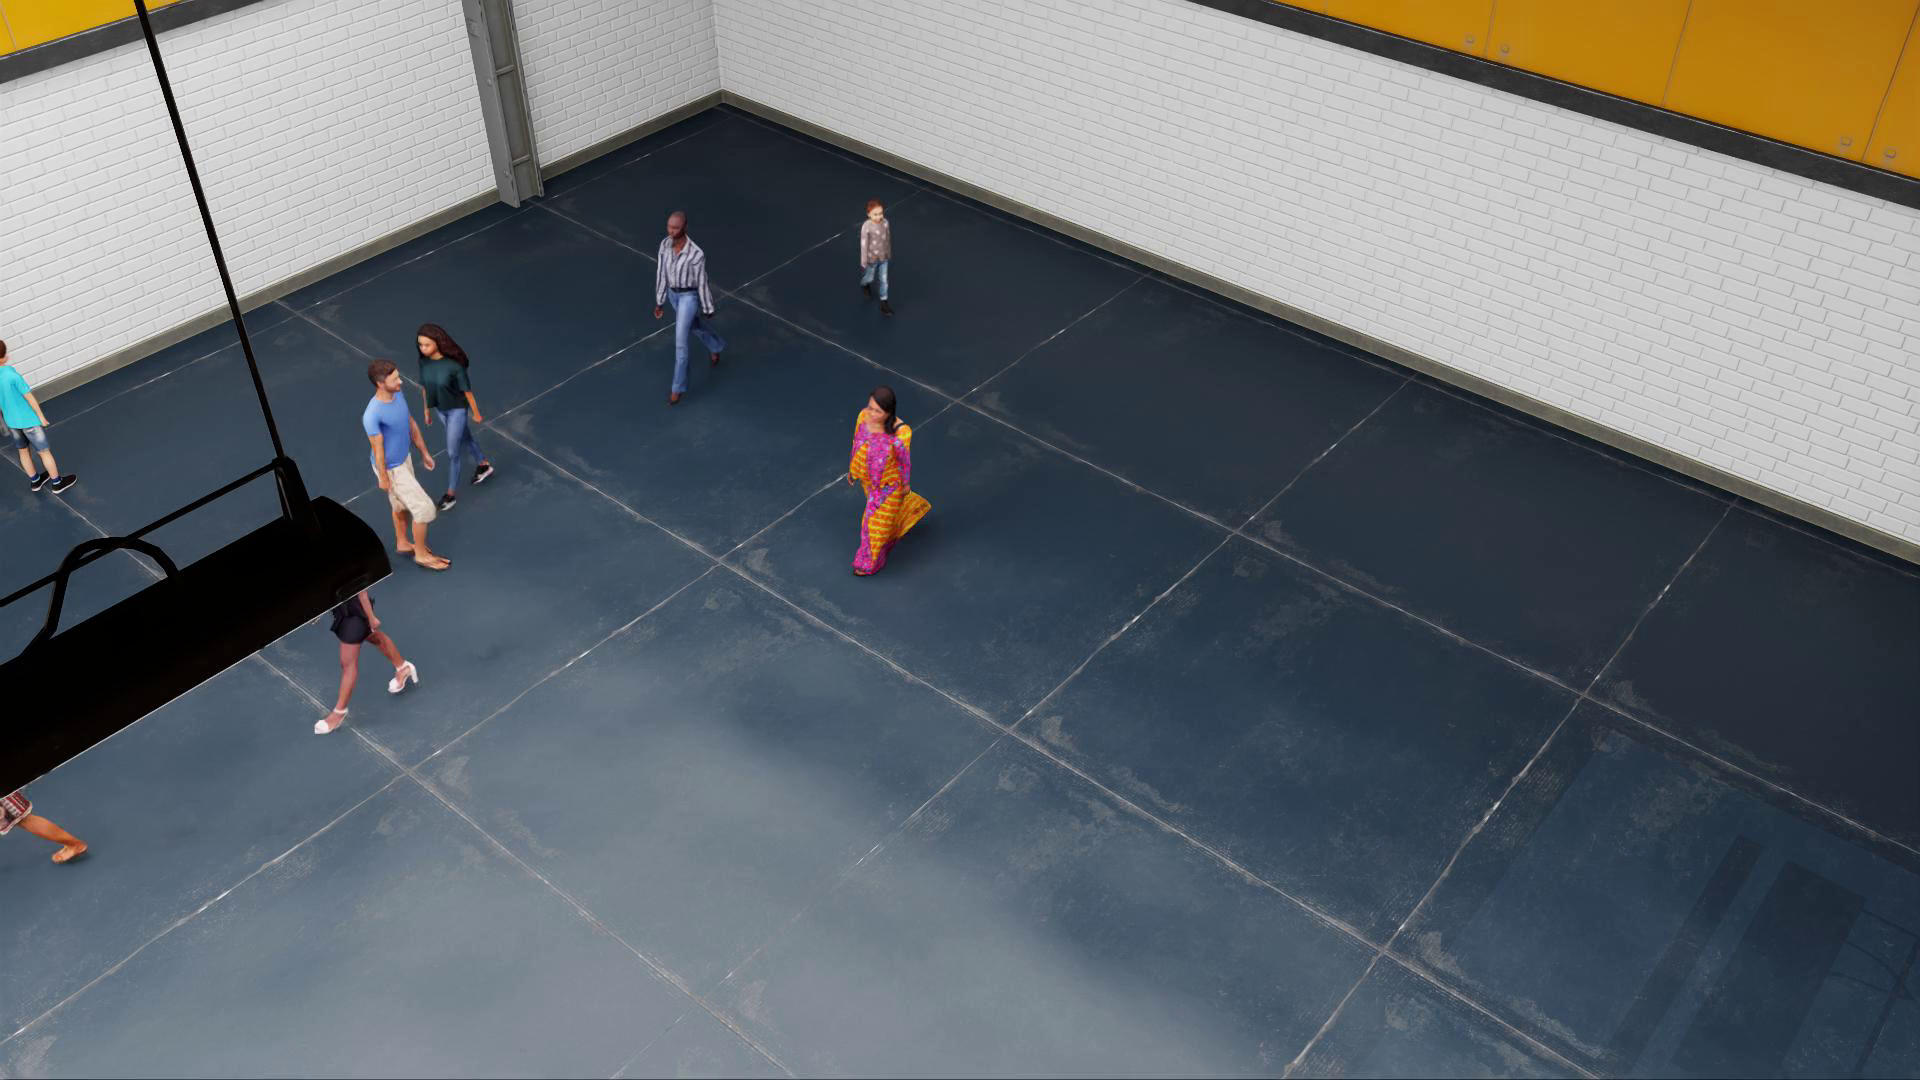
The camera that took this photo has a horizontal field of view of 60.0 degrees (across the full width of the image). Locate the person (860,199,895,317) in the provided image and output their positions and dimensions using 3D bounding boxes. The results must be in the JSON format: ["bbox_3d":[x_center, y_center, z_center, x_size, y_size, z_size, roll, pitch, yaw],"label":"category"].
[{"bbox_3d":[-0.832,-2.779,16.135,0.795,1.181,0.733,-18,42,-21],"label":"person"}]

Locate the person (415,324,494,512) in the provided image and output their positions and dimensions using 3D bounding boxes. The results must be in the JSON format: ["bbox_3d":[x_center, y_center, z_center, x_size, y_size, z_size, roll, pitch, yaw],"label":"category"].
[{"bbox_3d":[-4.139,-1.109,13.716,0.757,1.589,1.041,17,42,20],"label":"person"}]

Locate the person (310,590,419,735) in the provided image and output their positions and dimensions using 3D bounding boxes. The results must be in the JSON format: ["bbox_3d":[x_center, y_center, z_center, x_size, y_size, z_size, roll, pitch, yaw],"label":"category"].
[{"bbox_3d":[-4.156,0.477,11.600,1.086,1.751,0.638,-30,47,-32],"label":"person"}]

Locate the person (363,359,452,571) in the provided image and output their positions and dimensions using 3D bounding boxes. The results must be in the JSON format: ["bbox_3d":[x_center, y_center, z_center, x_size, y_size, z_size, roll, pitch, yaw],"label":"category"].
[{"bbox_3d":[-4.457,-0.606,12.881,0.888,1.845,0.839,3,39,4],"label":"person"}]

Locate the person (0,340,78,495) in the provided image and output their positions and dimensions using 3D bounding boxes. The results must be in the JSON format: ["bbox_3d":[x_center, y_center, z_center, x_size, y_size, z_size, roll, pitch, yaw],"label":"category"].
[{"bbox_3d":[-7.754,-1.027,13.725,0.594,1.449,0.610,7,39,9],"label":"person"}]

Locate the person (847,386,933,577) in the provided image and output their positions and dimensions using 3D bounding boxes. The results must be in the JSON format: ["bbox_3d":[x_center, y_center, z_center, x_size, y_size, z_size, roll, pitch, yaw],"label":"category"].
[{"bbox_3d":[-0.559,-0.542,12.961,0.673,1.646,1.132,32,48,33],"label":"person"}]

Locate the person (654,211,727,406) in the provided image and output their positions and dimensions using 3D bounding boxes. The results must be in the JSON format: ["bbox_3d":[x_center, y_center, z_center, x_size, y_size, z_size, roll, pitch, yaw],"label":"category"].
[{"bbox_3d":[-2.407,-2.159,14.906,0.691,1.745,1.169,23,44,26],"label":"person"}]
